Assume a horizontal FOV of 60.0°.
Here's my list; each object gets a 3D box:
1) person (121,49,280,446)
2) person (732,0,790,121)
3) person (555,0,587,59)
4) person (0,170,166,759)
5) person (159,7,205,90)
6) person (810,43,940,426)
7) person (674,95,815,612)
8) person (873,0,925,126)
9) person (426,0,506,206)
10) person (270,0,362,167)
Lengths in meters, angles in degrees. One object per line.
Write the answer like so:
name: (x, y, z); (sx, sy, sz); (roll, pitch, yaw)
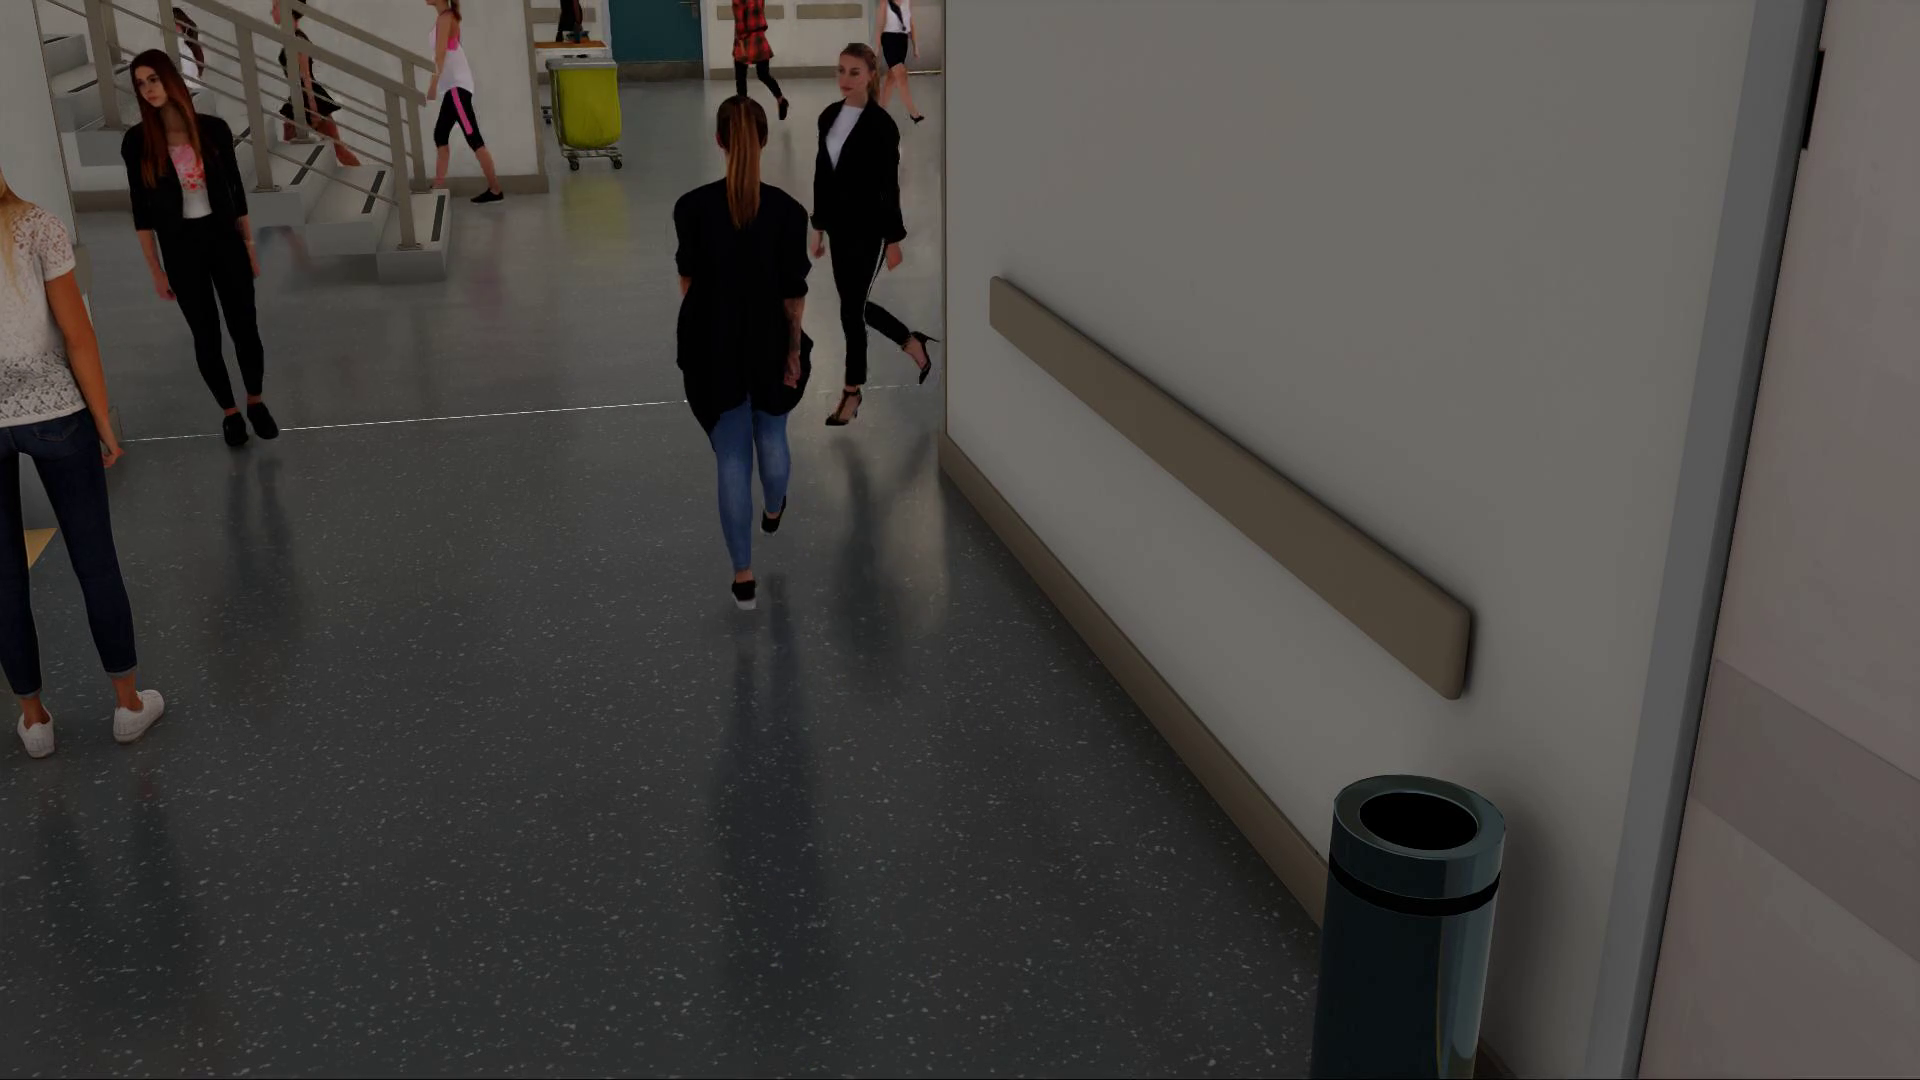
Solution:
person: (-3.281, -1.241, 7.179); (0.637, 1.690, 0.743); (-12, 24, -29)
person: (-2.187, -5.314, 17.951); (0.996, 1.676, 1.074); (19, 28, 41)
person: (-5.046, -6.858, 21.976); (0.727, 1.714, 0.610); (-5, 21, -13)
person: (-2.533, -0.282, 4.479); (0.464, 1.808, 0.689); (-8, 22, -20)
person: (-5.812, -3.280, 12.810); (1.086, 1.514, 0.508); (-5, 21, -13)
person: (-0.402, -1.360, 7.502); (0.942, 1.683, 1.059); (17, 26, 37)
person: (-0.716, -0.567, 5.487); (1.110, 1.628, 0.798); (-2, 21, -5)
person: (-0.753, -5.262, 17.940); (1.152, 1.587, 0.991); (-17, 26, -37)
person: (-3.847, -3.501, 13.054); (0.961, 1.756, 0.676); (-4, 21, -11)
person: (-4.912, -3.316, 12.752); (1.146, 1.623, 0.659); (-7, 22, -19)
